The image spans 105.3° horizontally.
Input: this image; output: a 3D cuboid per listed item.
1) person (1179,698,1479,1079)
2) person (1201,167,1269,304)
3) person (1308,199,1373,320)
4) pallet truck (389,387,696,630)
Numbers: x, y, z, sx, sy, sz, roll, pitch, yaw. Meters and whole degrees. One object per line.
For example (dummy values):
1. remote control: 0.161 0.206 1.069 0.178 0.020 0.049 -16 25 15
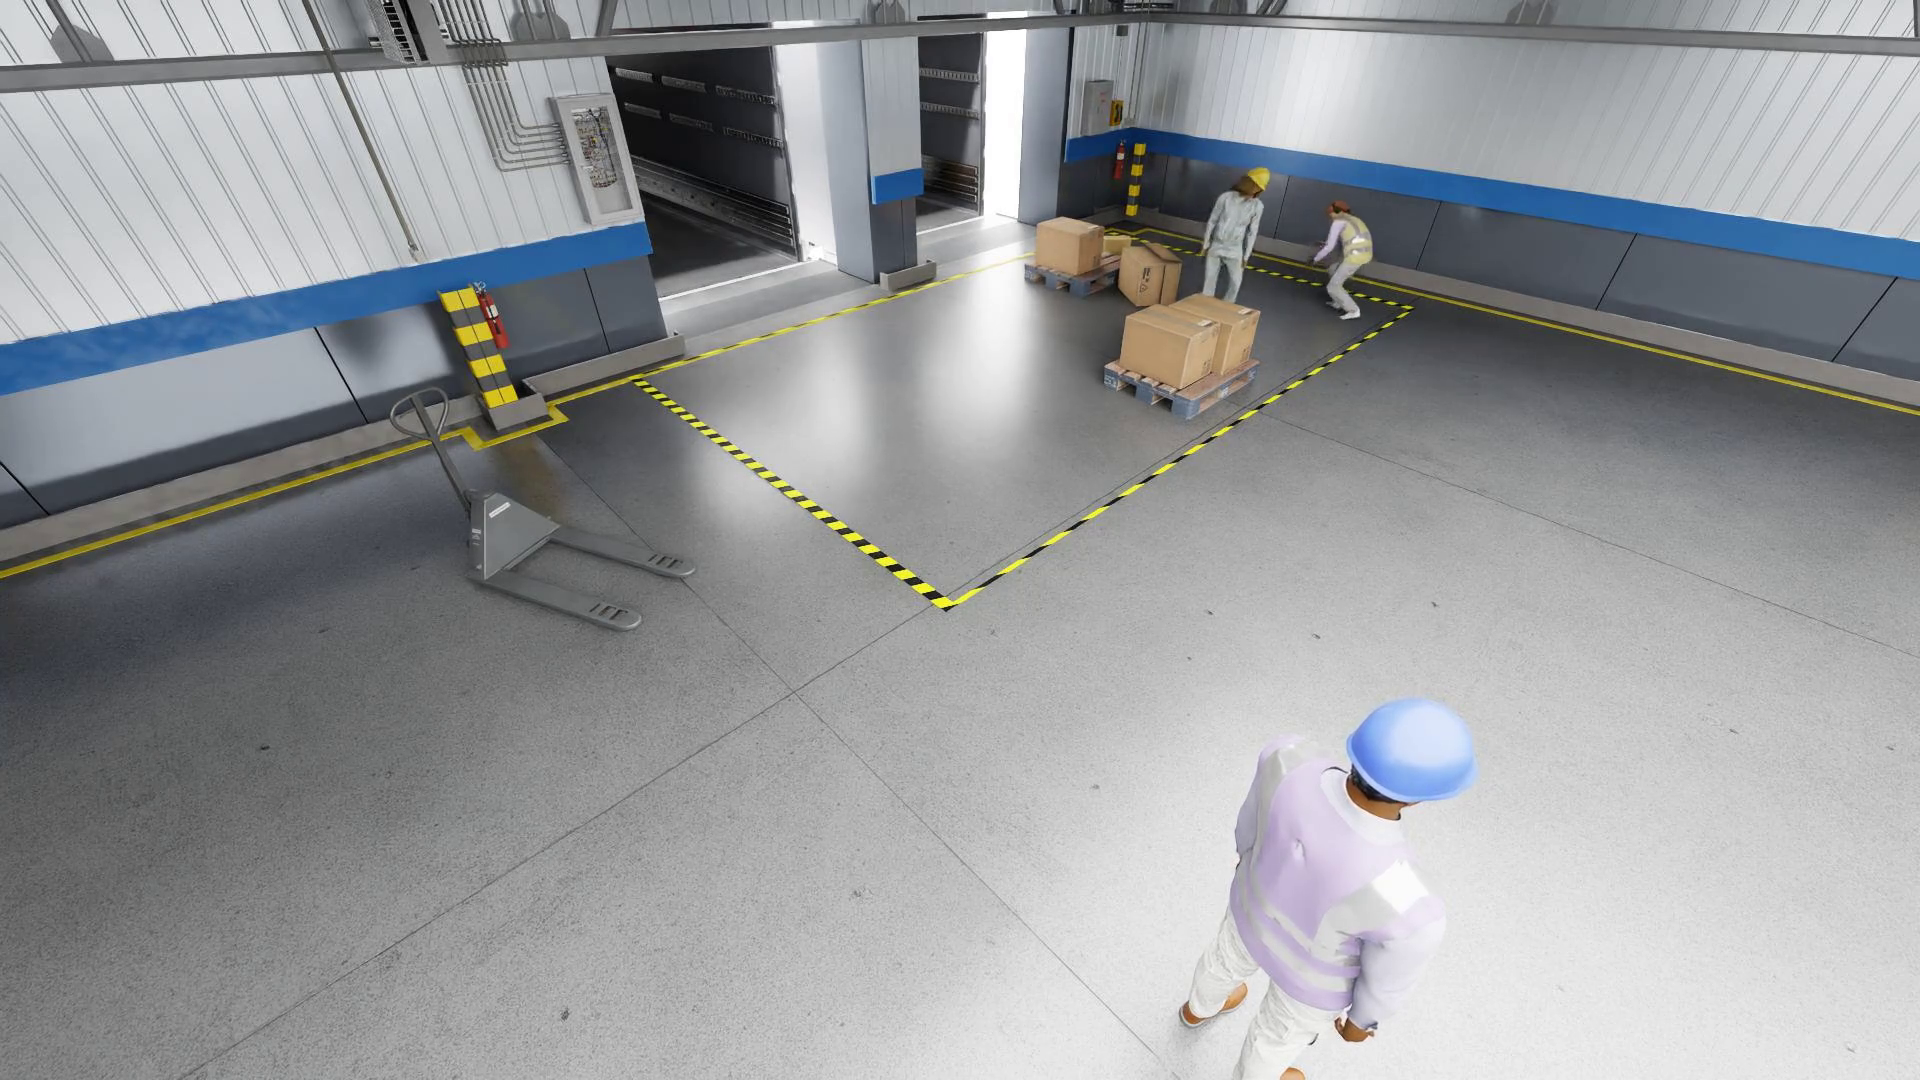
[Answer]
1. person: 1.018 1.159 2.194 0.383 1.948 0.604 -12 39 -15
2. person: 2.905 -3.128 7.952 0.621 1.698 0.328 13 39 16
3. person: 4.505 -3.283 8.595 0.592 1.185 0.984 -24 44 -27
4. pallet truck: -2.613 -0.247 4.593 1.601 1.201 0.680 14 40 17
